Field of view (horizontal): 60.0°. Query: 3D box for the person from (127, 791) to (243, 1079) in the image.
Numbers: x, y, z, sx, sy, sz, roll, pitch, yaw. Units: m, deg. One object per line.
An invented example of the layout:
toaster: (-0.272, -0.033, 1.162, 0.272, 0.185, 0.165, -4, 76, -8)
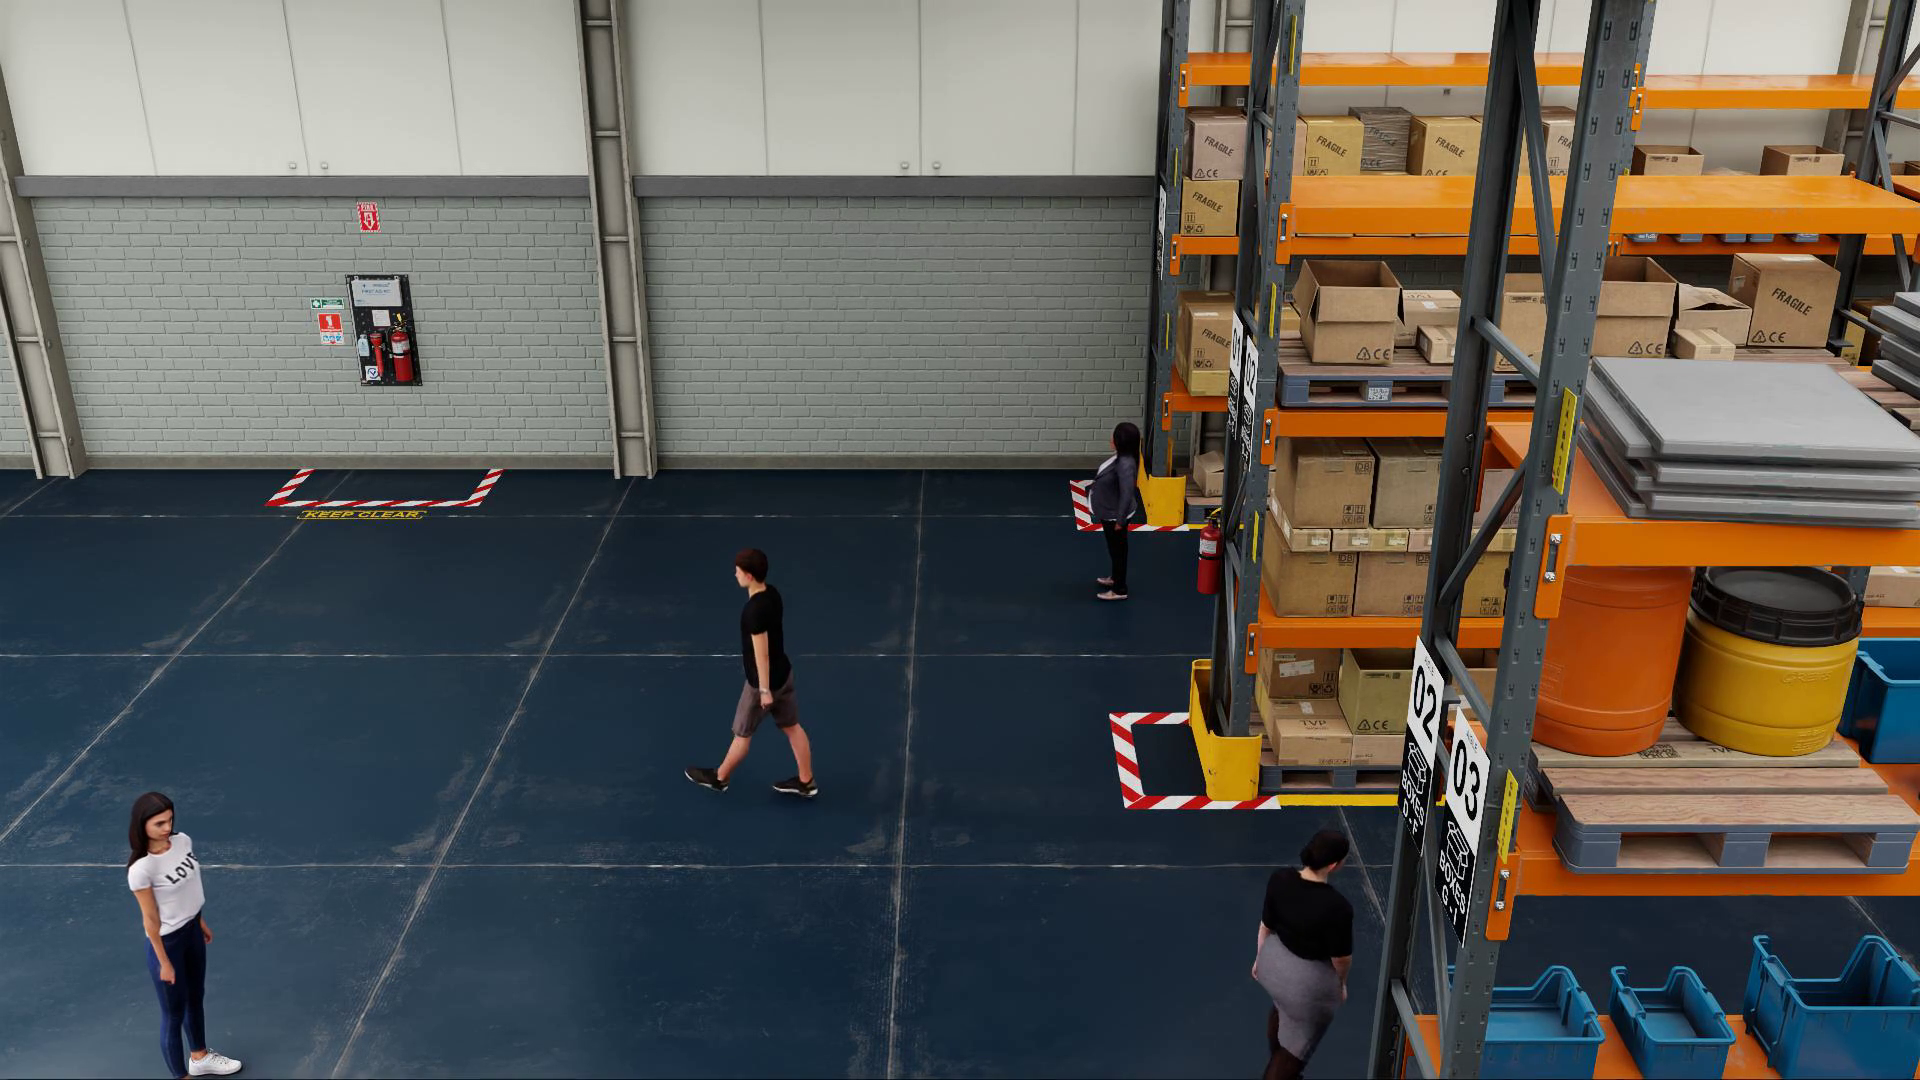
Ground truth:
person: (-4.053, 2.087, 8.569, 0.558, 1.775, 0.612, 3, 23, 7)

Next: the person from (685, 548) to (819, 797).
person: (-1.205, 0.940, 11.206, 1.194, 1.822, 0.835, 4, 23, 10)

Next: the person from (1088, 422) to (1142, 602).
person: (1.367, -0.263, 14.322, 0.691, 1.597, 0.701, 3, 23, 8)

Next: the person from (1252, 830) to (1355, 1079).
person: (1.636, 2.257, 8.251, 1.148, 1.711, 1.022, -18, 29, -36)
